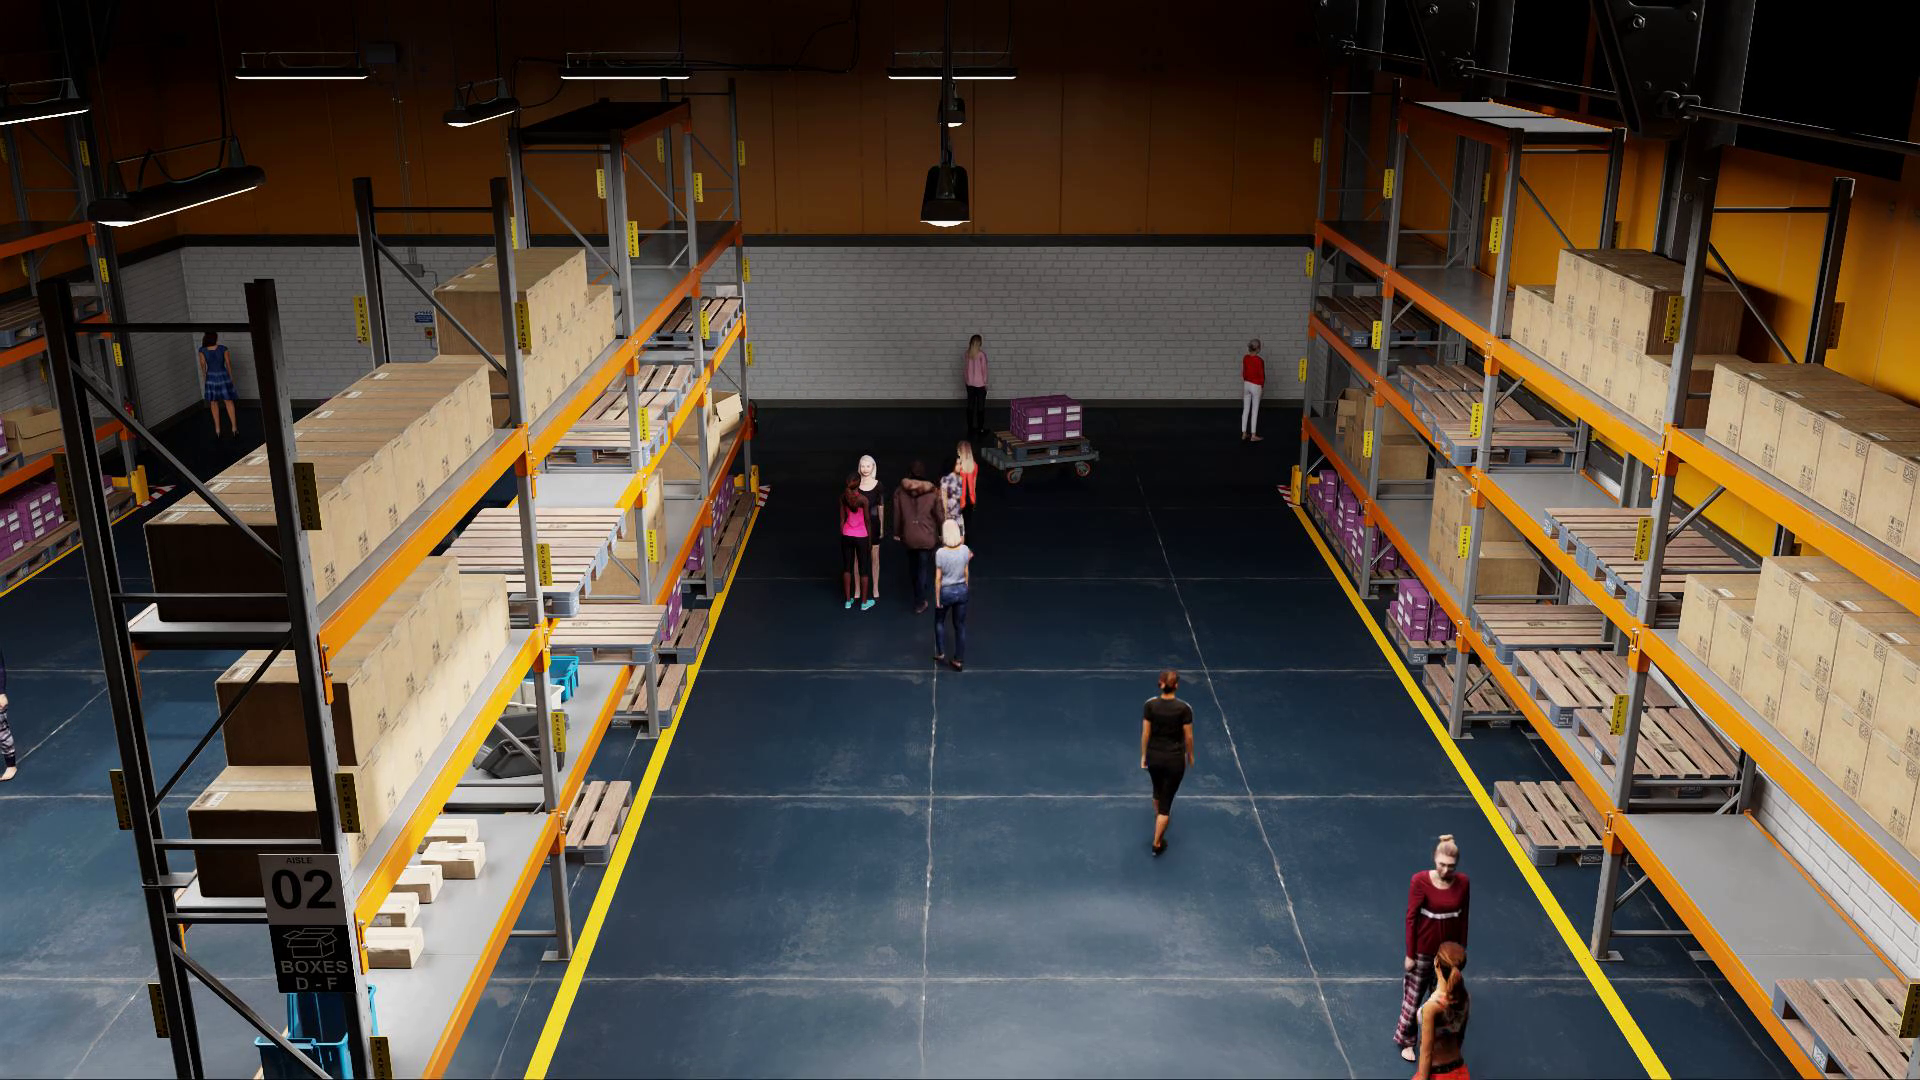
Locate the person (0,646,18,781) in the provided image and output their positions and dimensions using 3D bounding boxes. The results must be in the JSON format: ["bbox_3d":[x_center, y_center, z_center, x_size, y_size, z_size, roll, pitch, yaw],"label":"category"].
[{"bbox_3d":[-9.231,1.434,15.739,0.603,1.735,0.512,-1,19,-2],"label":"person"}]

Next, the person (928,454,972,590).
[{"bbox_3d":[-0.170,-0.233,20.716,0.993,1.717,0.974,14,23,36],"label":"person"}]

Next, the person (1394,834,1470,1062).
[{"bbox_3d":[3.308,2.838,11.616,0.647,1.705,0.549,-3,19,-8],"label":"person"}]

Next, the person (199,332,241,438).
[{"bbox_3d":[-12.317,-2.612,27.638,0.731,1.808,0.679,-6,19,-17],"label":"person"}]

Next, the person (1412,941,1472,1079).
[{"bbox_3d":[2.961,3.353,10.051,1.000,1.729,1.214,-12,22,-31],"label":"person"}]

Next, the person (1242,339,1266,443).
[{"bbox_3d":[4.821,-2.477,27.412,0.640,1.697,0.697,17,25,41],"label":"person"}]

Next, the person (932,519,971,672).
[{"bbox_3d":[-0.045,0.626,18.177,0.675,1.709,0.741,-6,19,-17],"label":"person"}]

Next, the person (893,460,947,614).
[{"bbox_3d":[-0.517,-0.018,19.933,0.931,1.811,1.120,4,19,11],"label":"person"}]

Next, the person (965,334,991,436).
[{"bbox_3d":[0.265,-2.609,27.818,0.683,1.688,0.731,16,24,39],"label":"person"}]

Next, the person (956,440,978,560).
[{"bbox_3d":[0.067,-0.440,21.382,0.838,1.684,0.929,-13,22,-33],"label":"person"}]

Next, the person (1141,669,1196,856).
[{"bbox_3d":[1.753,1.939,14.386,0.835,1.641,1.025,9,21,26],"label":"person"}]

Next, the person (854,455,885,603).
[{"bbox_3d":[-1.137,-0.145,20.280,0.592,1.829,0.518,-2,19,-5],"label":"person"}]

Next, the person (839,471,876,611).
[{"bbox_3d":[-1.265,-0.006,20.035,0.629,1.723,0.644,6,20,18],"label":"person"}]
